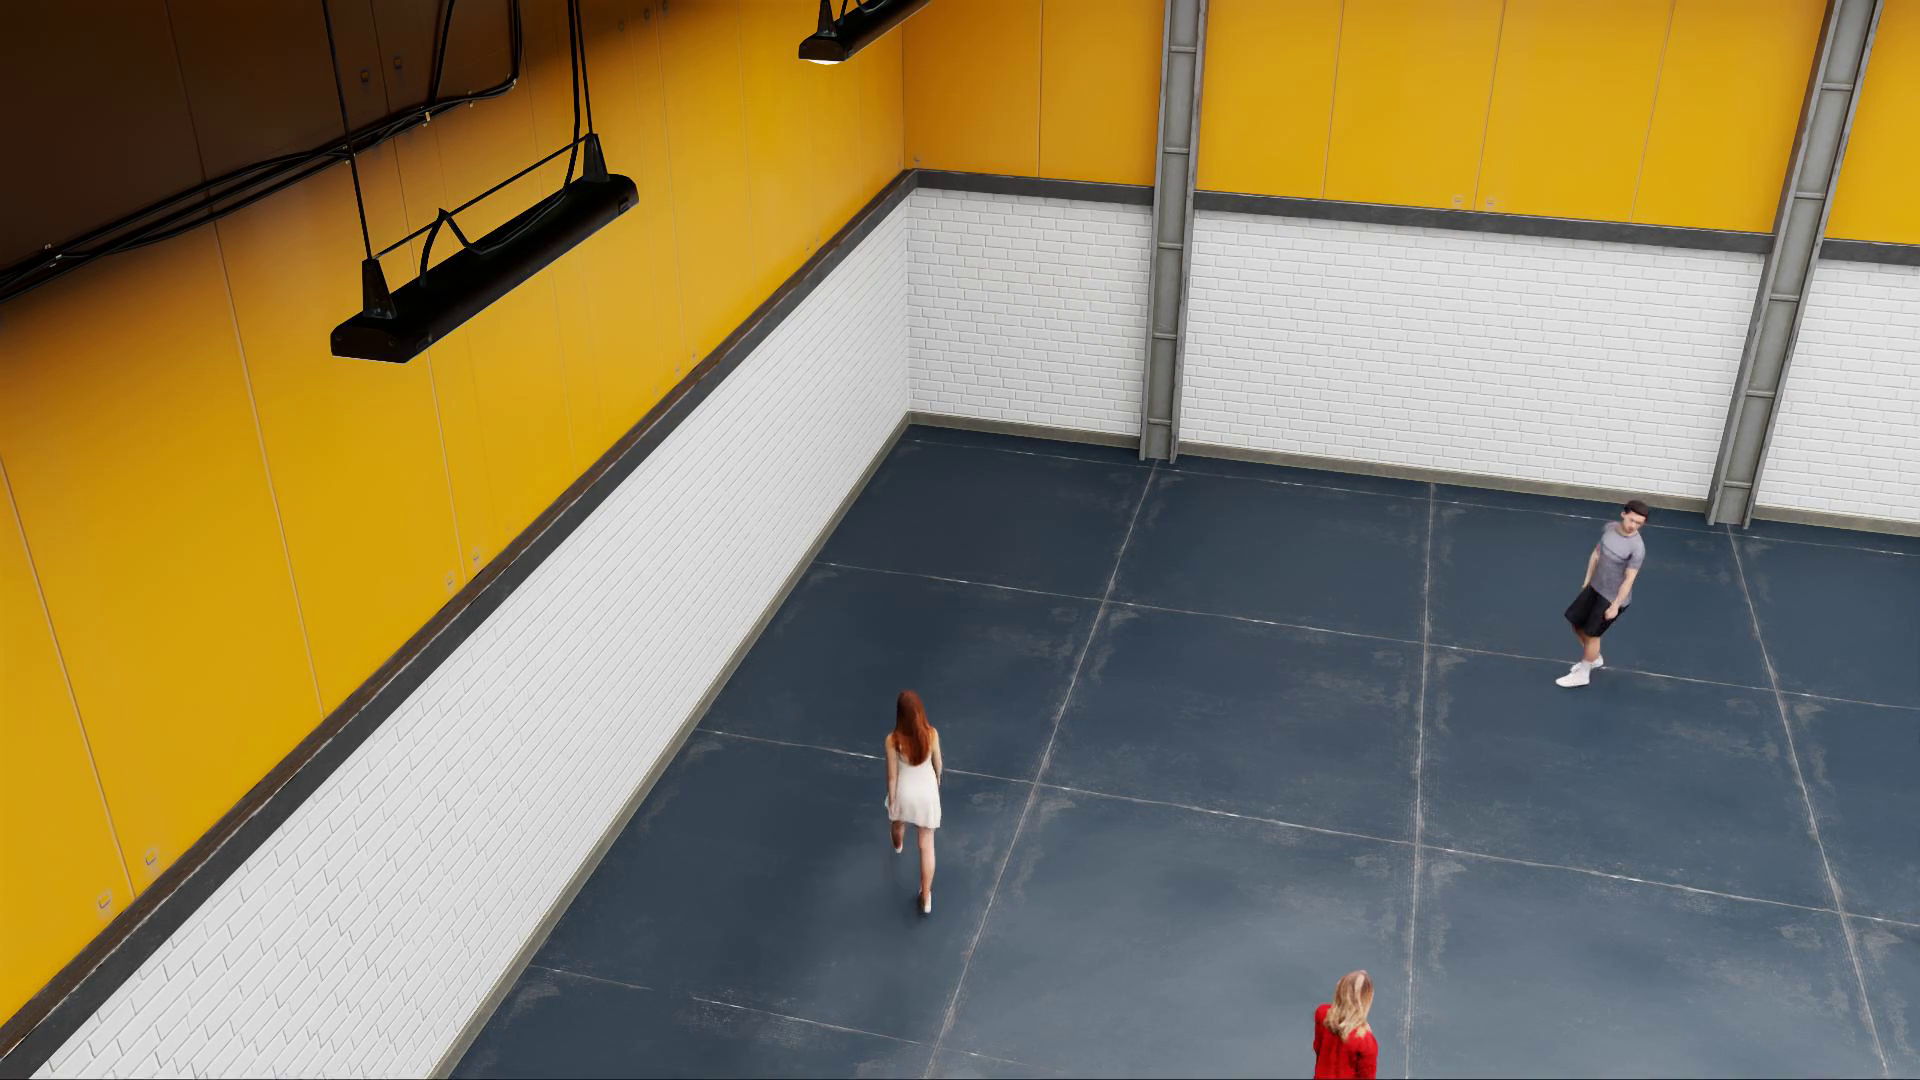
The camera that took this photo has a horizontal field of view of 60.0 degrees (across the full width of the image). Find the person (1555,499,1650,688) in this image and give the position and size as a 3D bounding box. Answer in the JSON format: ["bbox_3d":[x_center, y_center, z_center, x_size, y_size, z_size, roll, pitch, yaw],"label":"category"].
[{"bbox_3d":[5.633,0.465,14.279,0.893,1.851,0.848,-3,29,-5],"label":"person"}]

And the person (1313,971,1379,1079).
[{"bbox_3d":[2.114,3.178,9.464,0.786,1.699,0.703,-19,34,-31],"label":"person"}]

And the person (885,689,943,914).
[{"bbox_3d":[-0.302,1.891,11.870,1.157,1.654,0.939,-3,29,-6],"label":"person"}]
